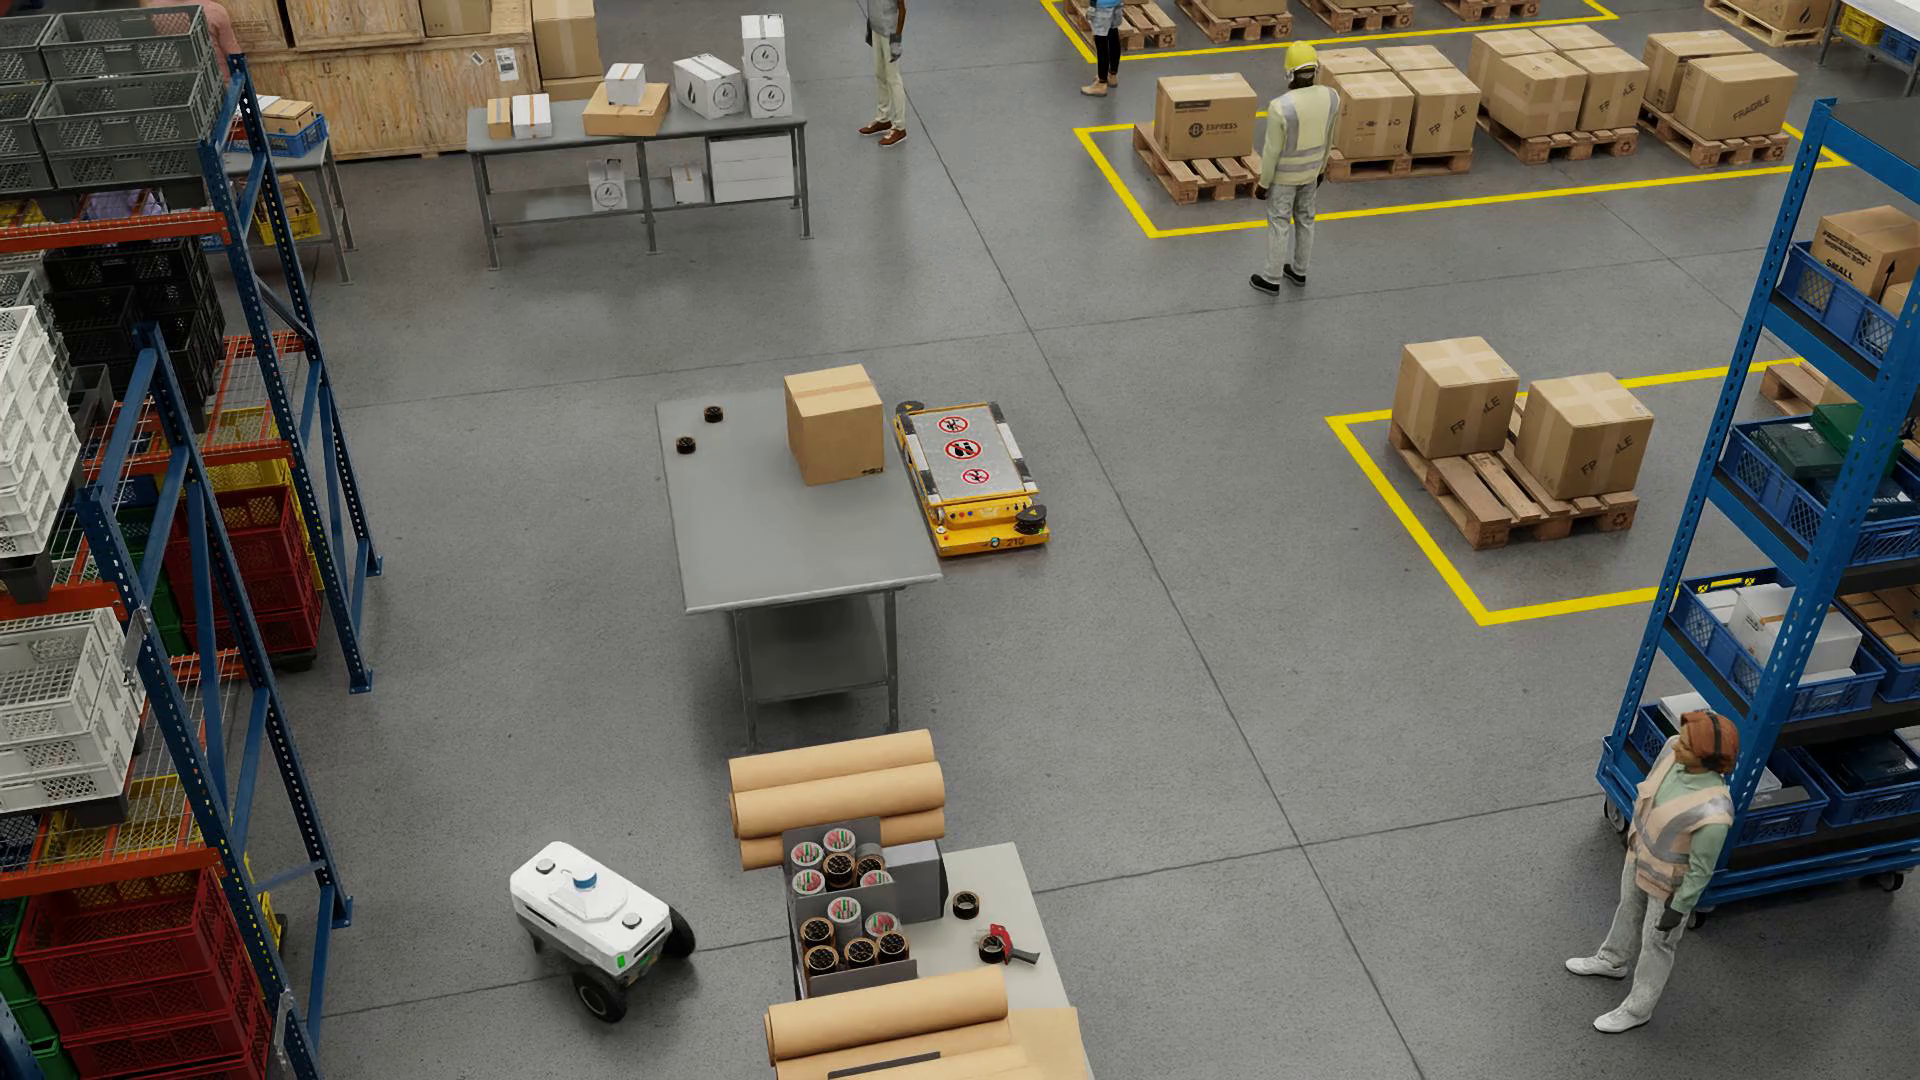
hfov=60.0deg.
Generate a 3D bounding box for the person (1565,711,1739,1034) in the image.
[{"bbox_3d":[2.792,1.312,6.627,0.309,1.641,0.514,-2,37,-3],"label":"person"}]

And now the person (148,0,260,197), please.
[{"bbox_3d":[-5.879,-3.600,13.021,0.644,1.900,0.396,1,37,2],"label":"person"}]

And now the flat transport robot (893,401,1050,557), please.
[{"bbox_3d":[0.046,-0.430,10.108,0.652,0.197,1.431,-8,37,-10],"label":"flat transport robot"}]

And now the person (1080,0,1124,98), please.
[{"bbox_3d":[1.287,-4.809,14.808,0.321,1.694,0.535,20,41,25],"label":"person"}]

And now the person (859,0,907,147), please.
[{"bbox_3d":[-0.641,-4.233,13.895,0.328,1.865,0.520,-21,41,-25],"label":"person"}]

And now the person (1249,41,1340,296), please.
[{"bbox_3d":[2.337,-2.606,11.745,0.591,1.819,0.404,-18,40,-23],"label":"person"}]

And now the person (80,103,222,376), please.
[{"bbox_3d":[-5.273,-1.895,10.690,0.634,1.940,0.367,17,40,22],"label":"person"}]

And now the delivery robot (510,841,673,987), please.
[{"bbox_3d":[-1.576,1.577,7.099,0.707,0.478,0.477,23,42,28],"label":"delivery robot"}]
